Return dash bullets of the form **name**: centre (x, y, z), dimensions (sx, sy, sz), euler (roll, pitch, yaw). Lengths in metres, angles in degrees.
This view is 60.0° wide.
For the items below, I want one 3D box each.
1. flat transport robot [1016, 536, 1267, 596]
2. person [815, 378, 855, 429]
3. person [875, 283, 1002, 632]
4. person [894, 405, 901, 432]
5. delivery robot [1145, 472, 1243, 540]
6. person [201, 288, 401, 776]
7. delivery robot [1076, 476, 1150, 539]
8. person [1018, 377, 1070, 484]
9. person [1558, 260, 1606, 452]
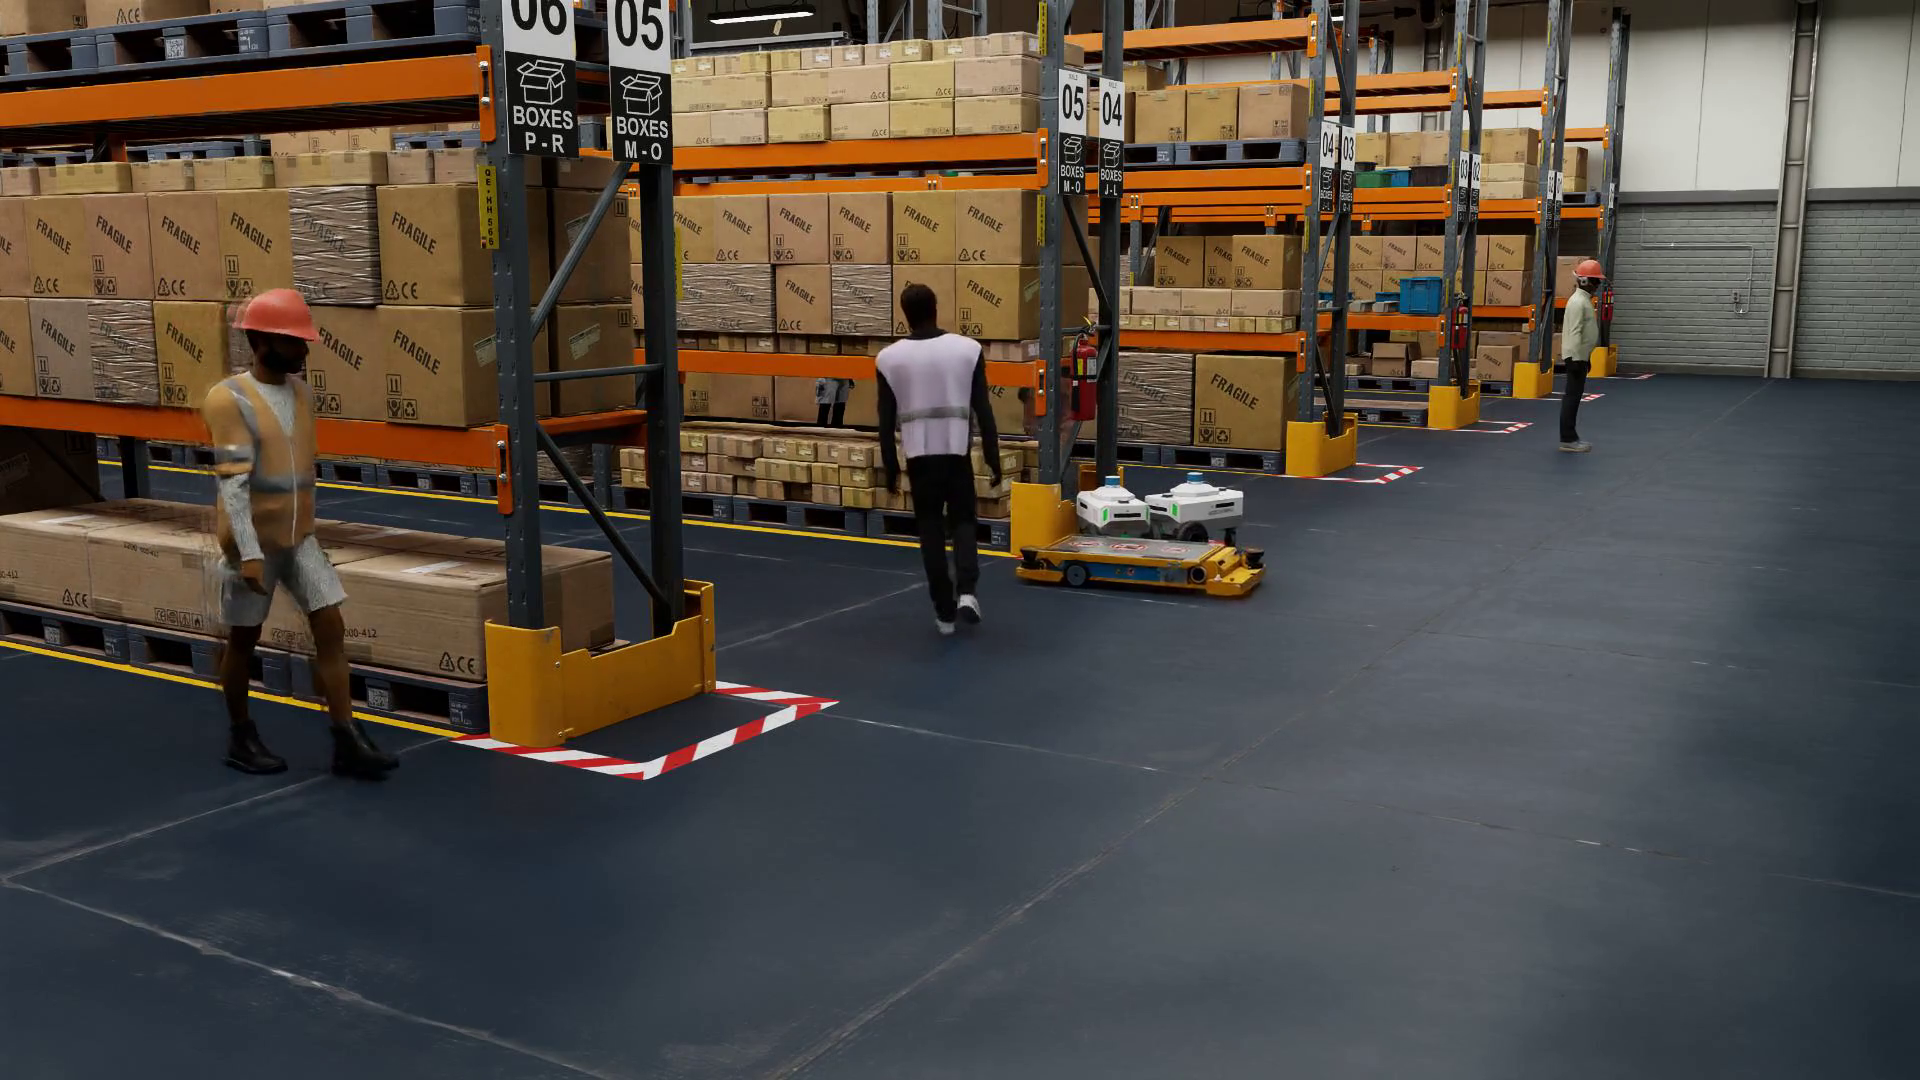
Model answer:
- **flat transport robot**: centre (1.128, 0.141, 10.332), dimensions (1.431, 0.197, 0.652), euler (4, 11, 23)
- **person**: centre (-1.240, -1.616, 16.445), dimensions (0.321, 1.697, 0.529), euler (7, 12, 35)
- **person**: centre (-0.119, -0.436, 9.002), dimensions (0.679, 1.878, 0.470), euler (-1, 10, -4)
- **person**: centre (-0.448, -1.370, 14.985), dimensions (0.879, 1.697, 0.505), euler (8, 13, 39)
- **delivery robot**: centre (1.598, -0.217, 11.325), dimensions (0.707, 0.478, 0.477), euler (-7, 12, -37)
- **person**: centre (-2.551, 0.004, 6.363), dimensions (0.904, 1.894, 0.566), euler (5, 11, 27)
- **delivery robot**: centre (1.022, -0.189, 11.158), dimensions (0.477, 0.478, 0.707), euler (-2, 10, -11)
- **person**: centre (0.824, -1.378, 14.501), dimensions (0.683, 1.884, 0.502), euler (-6, 11, -31)
- **person**: centre (6.485, -1.916, 17.363), dimensions (0.403, 1.987, 0.609), euler (5, 11, 25)
